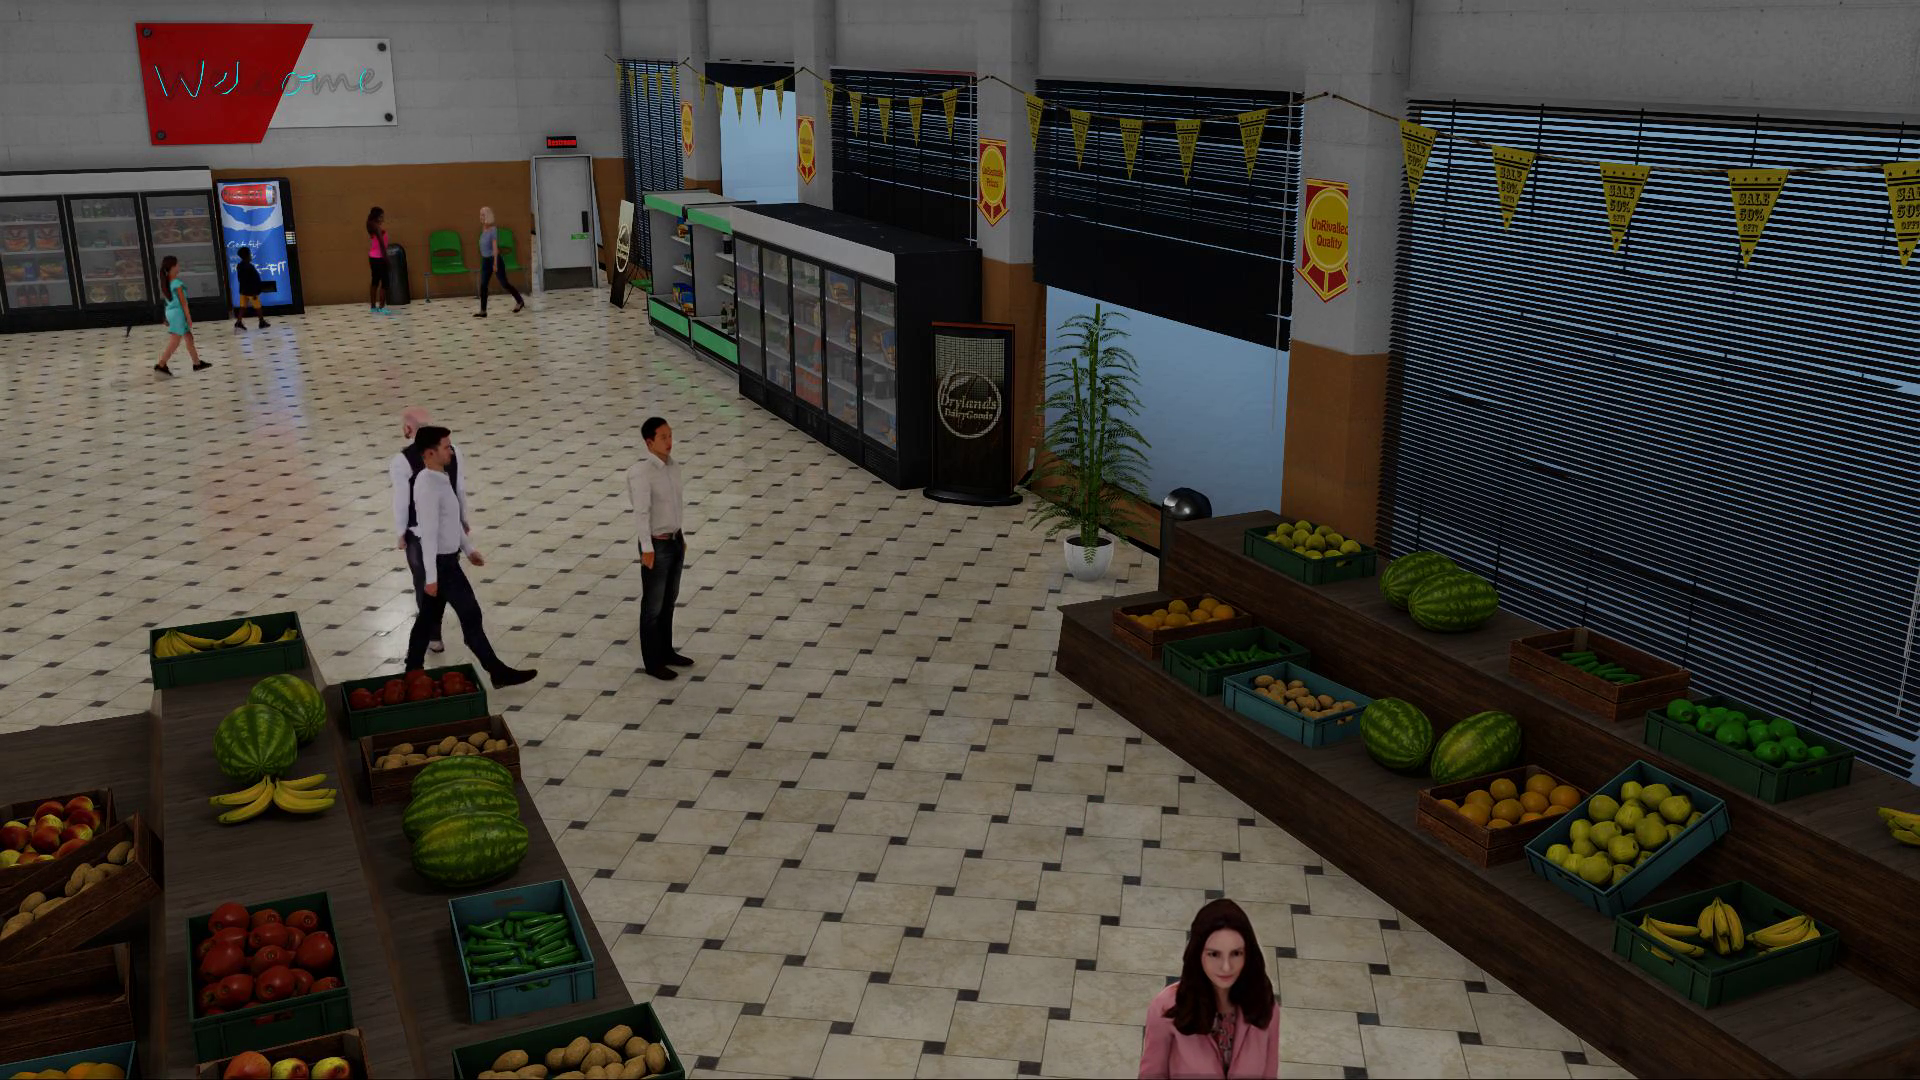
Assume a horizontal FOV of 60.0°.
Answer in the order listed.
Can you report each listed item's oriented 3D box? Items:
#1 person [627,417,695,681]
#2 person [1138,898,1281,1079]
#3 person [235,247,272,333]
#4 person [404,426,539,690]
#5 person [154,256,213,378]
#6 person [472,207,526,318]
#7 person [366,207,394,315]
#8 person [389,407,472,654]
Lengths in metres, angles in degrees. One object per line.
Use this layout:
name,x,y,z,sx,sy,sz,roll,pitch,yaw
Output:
person,-2.068,0.036,11.432,0.781,1.811,0.733,7,18,22
person,0.767,1.936,5.189,0.671,1.803,0.622,-2,17,-8
person,-10.637,-3.711,24.733,0.860,1.252,0.922,6,18,19
person,-3.506,0.163,10.964,0.801,1.840,1.086,-5,18,-16
person,-10.169,-2.863,21.464,1.071,1.528,0.989,11,20,33
person,-7.228,-4.330,26.029,1.148,1.684,0.946,14,22,39
person,-9.195,-4.401,26.248,0.731,1.692,0.520,-14,22,-39
person,-3.675,-0.029,11.660,0.903,1.803,1.039,-14,22,-38
